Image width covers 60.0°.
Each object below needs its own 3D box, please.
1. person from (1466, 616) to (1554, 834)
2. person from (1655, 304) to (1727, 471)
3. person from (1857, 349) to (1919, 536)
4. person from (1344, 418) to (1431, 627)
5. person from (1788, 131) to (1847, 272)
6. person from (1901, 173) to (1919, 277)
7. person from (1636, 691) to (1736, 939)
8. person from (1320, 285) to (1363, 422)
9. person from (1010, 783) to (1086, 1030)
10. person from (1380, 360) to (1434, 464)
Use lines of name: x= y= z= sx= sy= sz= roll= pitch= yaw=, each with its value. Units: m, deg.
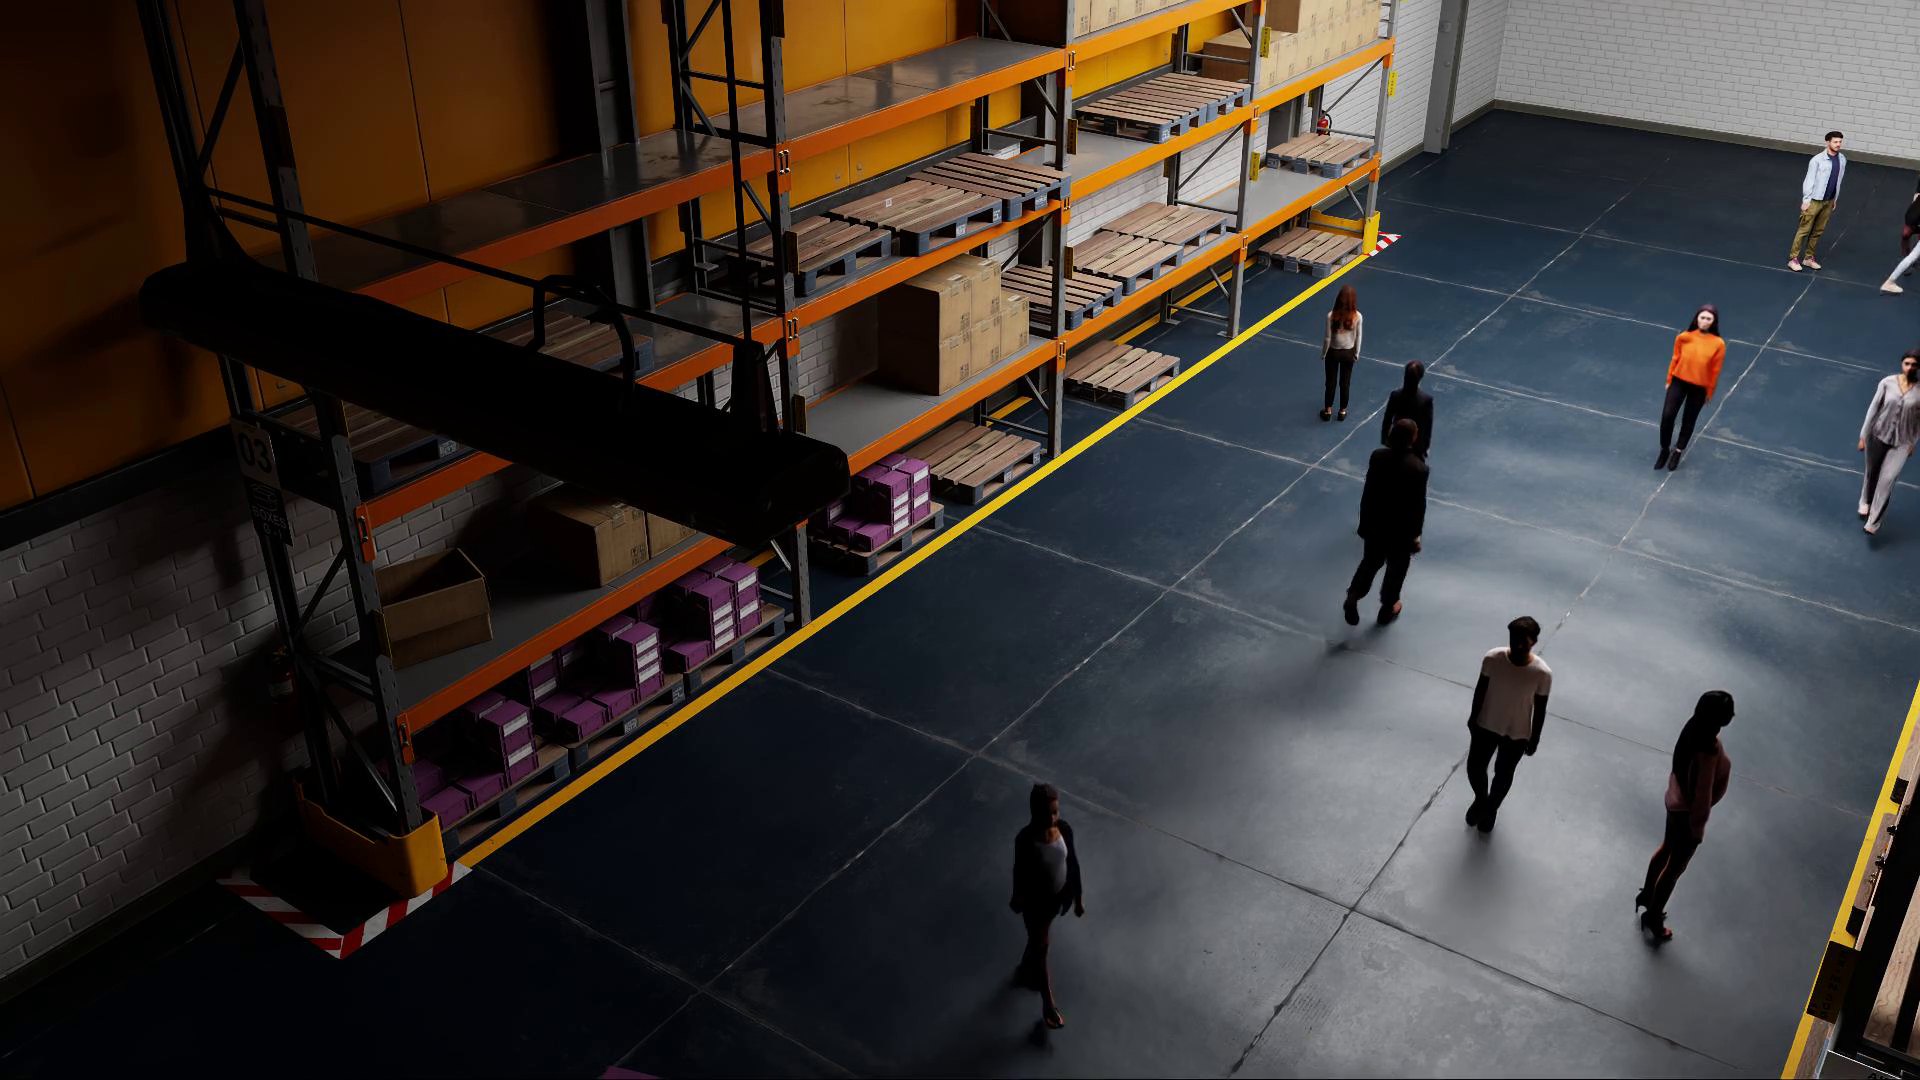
person: x=3.748 y=1.218 z=11.374 sx=0.666 sy=1.715 sz=0.588 roll=16 pitch=32 yaw=27
person: x=7.200 y=-1.520 z=16.371 sx=0.637 sy=1.736 sz=0.605 roll=16 pitch=33 yaw=27
person: x=8.563 y=-0.947 z=15.329 sx=0.623 sy=1.727 sz=1.081 roll=17 pitch=33 yaw=28
person: x=3.491 y=-0.092 z=13.596 sx=0.754 sy=1.886 sz=1.066 roll=23 pitch=36 yaw=35
person: x=11.154 y=-4.410 z=21.589 sx=0.739 sy=1.811 sz=0.820 roll=-7 pitch=29 yaw=-13
person: x=12.452 y=-4.213 z=21.356 sx=0.693 sy=1.691 sz=0.673 roll=-16 pitch=33 yaw=-27
person: x=4.518 y=1.704 z=10.382 sx=0.751 sy=1.810 sz=0.611 roll=5 pitch=29 yaw=9
person: x=3.992 y=-1.954 z=17.428 sx=0.615 sy=1.485 sz=0.635 roll=2 pitch=29 yaw=4
person: x=0.471 y=2.071 z=10.002 sx=0.965 sy=1.532 sz=0.934 roll=-12 pitch=31 yaw=-20
person: x=4.031 y=-0.796 z=15.084 sx=0.698 sy=1.697 sz=0.805 roll=12 pitch=31 yaw=21
